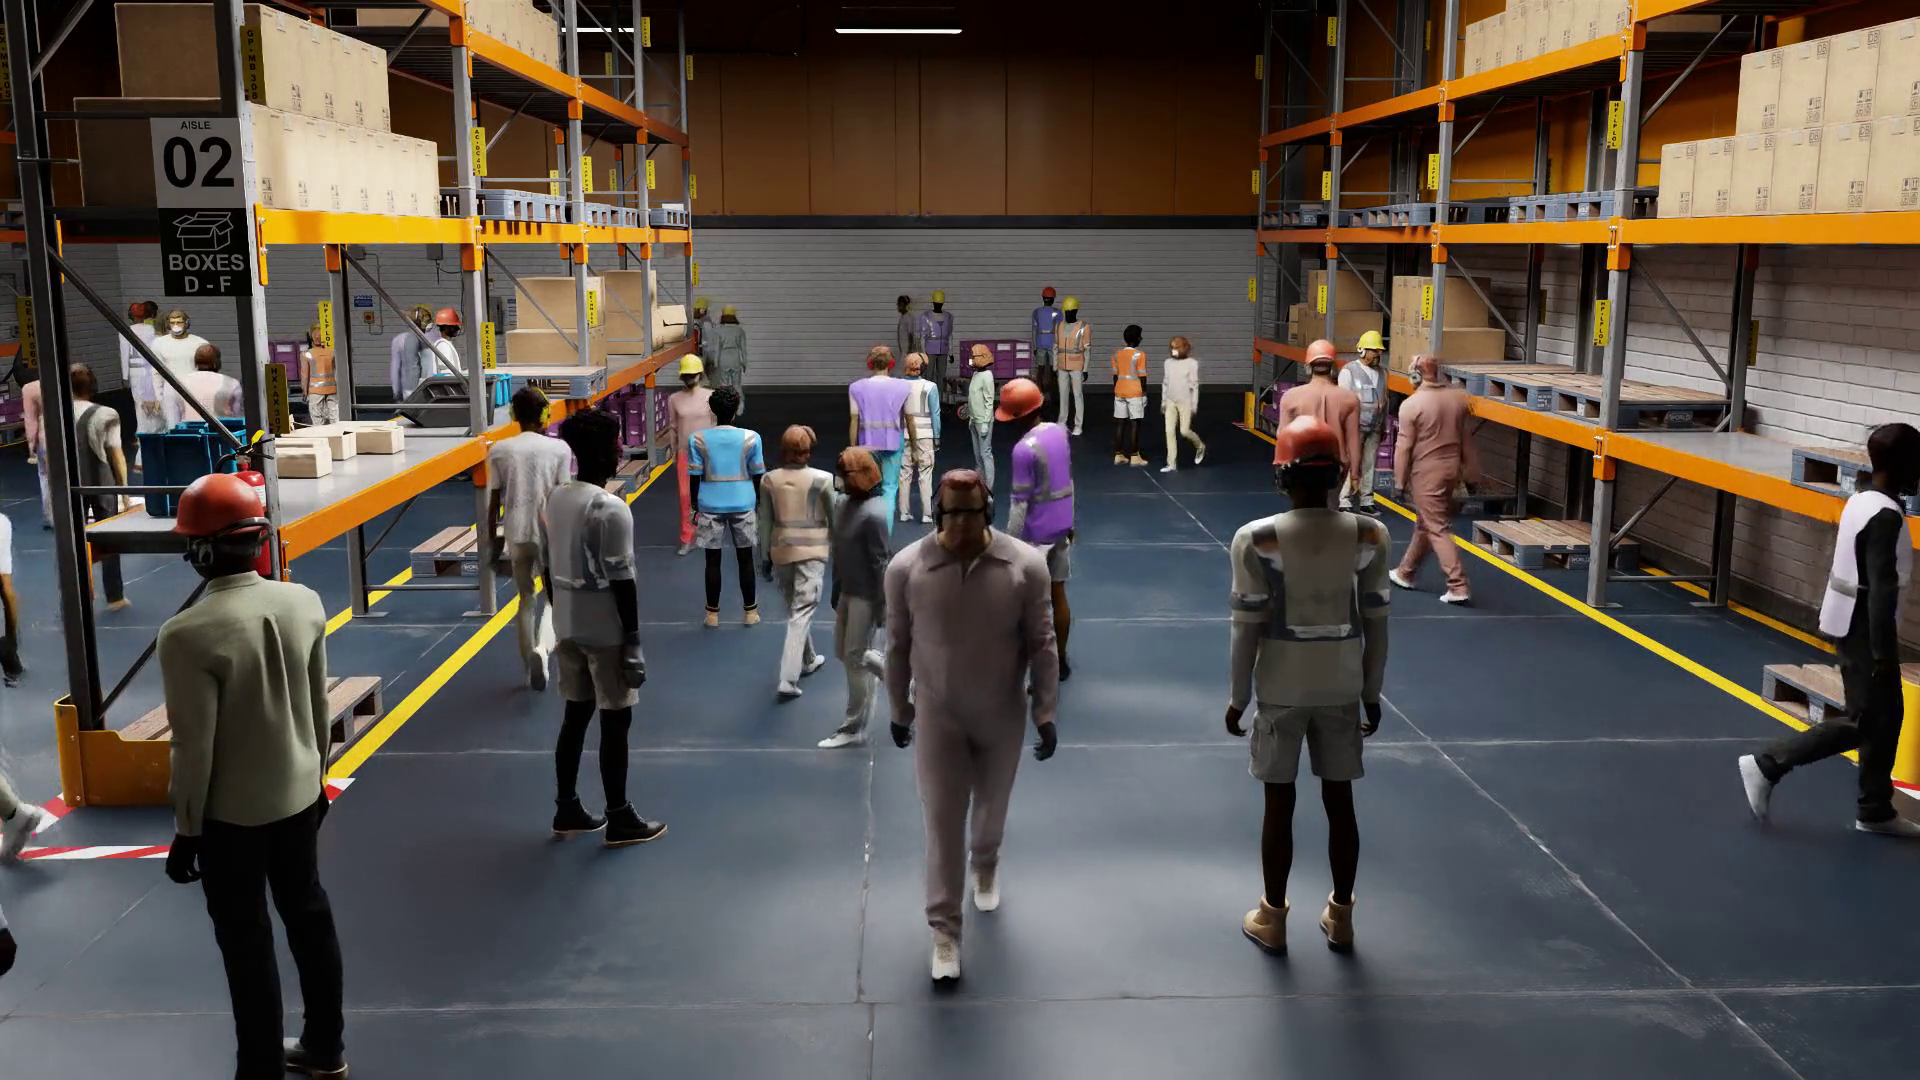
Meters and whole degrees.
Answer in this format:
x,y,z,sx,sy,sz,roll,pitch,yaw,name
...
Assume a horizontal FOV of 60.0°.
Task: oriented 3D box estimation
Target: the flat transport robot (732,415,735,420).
x,y,z,sx,sy,sz,roll,pitch,yaw,name
-4.141,-1.879,24.743,1.431,0.197,0.652,-5,11,-27,flat transport robot

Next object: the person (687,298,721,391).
x,y,z,sx,sy,sz,roll,pitch,yaw,name
-4.176,-2.992,26.747,0.942,1.784,0.595,-3,11,-15,person

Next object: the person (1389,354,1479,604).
x,y,z,sx,sy,sz,roll,pitch,yaw,name
3.541,-0.465,12.496,0.718,1.847,0.964,-7,12,-33,person

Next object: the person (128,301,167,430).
x,y,z,sx,sy,sz,roll,pitch,yaw,name
-11.509,-2.485,23.749,0.626,1.844,0.429,0,10,0,person

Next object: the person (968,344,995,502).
x,y,z,sx,sy,sz,roll,pitch,yaw,name
0.206,-1.202,17.176,0.282,1.633,0.500,-3,11,-19,person

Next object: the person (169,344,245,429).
x,y,z,sx,sy,sz,roll,pitch,yaw,name
-6.480,-0.811,14.543,0.650,1.791,0.970,1,10,4,person

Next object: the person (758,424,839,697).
x,y,z,sx,sy,sz,roll,pitch,yaw,name
-0.957,0.111,9.965,0.507,1.596,0.874,4,11,21,person

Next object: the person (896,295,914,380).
x,y,z,sx,sy,sz,roll,pitch,yaw,name
-0.836,-3.054,26.932,0.657,1.832,0.567,-2,10,-9,person

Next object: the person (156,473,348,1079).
x,y,z,sx,sy,sz,roll,pitch,yaw,name
-2.181,0.786,5.094,0.397,1.992,0.621,4,11,21,person

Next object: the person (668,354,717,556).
x,y,z,sx,sy,sz,roll,pitch,yaw,name
-2.279,-0.775,14.542,0.520,1.730,0.870,1,10,5,person

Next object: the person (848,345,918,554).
x,y,z,sx,sy,sz,roll,pitch,yaw,name
-0.676,-0.780,14.422,0.577,1.796,0.987,1,10,5,person

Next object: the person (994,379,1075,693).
x,y,z,sx,sy,sz,roll,pitch,yaw,name
0.498,-0.044,10.055,0.375,1.885,0.679,7,12,34,person

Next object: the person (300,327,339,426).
x,y,z,sx,sy,sz,roll,pitch,yaw,name
-7.837,-1.796,20.468,0.522,1.640,0.306,-9,13,-40,person

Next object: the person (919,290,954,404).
x,y,z,sx,sy,sz,roll,pitch,yaw,name
-0.354,-2.977,26.266,0.585,1.921,0.383,-5,12,-28,person

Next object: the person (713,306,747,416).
x,y,z,sx,sy,sz,roll,pitch,yaw,name
-3.480,-2.693,25.249,0.491,1.716,0.506,-3,11,-17,person

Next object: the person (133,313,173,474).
x,y,z,sx,sy,sz,roll,pitch,yaw,name
-9.054,-1.660,19.061,1.066,1.871,0.635,-1,10,-4,person

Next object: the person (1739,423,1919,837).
x,y,z,sx,sy,sz,roll,pitch,yaw,name
4.008,0.411,7.471,0.740,1.896,0.600,5,11,25,person

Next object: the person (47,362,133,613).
x,y,z,sx,sy,sz,roll,pitch,yaw,name
-6.216,-0.341,11.859,0.531,1.851,0.555,-2,10,-9,person

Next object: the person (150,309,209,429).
x,y,z,sx,sy,sz,roll,pitch,yaw,name
-8.602,-1.581,18.439,0.627,1.940,0.375,-3,11,-19,person

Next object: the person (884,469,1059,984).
x,y,z,sx,sy,sz,roll,pitch,yaw,name
0.040,0.638,6.343,0.645,1.851,1.031,-1,10,-4,person

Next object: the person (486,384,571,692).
x,y,z,sx,sy,sz,roll,pitch,yaw,name
-2.535,0.013,9.829,0.565,1.845,0.628,0,10,-1,person

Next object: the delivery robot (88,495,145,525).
x,y,z,sx,sy,sz,roll,pitch,yaw,name
-7.395,-0.224,14.472,0.477,0.478,0.707,1,10,3,delivery robot

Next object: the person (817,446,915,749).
x,y,z,sx,sy,sz,roll,pitch,yaw,name
-0.494,0.293,8.872,0.572,1.618,0.510,-5,11,-26,person

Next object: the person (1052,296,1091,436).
x,y,z,sx,sy,sz,roll,pitch,yaw,name
1.535,-2.410,23.084,0.586,1.929,0.370,7,12,33,person

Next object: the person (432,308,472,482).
x,y,z,sx,sy,sz,roll,pitch,yaw,name
-5.715,-1.622,18.669,0.361,1.938,0.546,-4,11,-21,person

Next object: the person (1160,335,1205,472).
x,y,z,sx,sy,sz,roll,pitch,yaw,name
2.621,-1.603,19.508,0.504,1.607,0.599,10,14,43,person

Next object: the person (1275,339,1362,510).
x,y,z,sx,sy,sz,roll,pitch,yaw,name
2.690,-0.505,12.403,0.635,1.962,0.826,0,10,-1,person

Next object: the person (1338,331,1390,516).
x,y,z,sx,sy,sz,roll,pitch,yaw,name
3.948,-1.123,16.221,0.595,1.827,0.403,-5,11,-27,person

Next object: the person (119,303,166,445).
x,y,z,sx,sy,sz,roll,pitch,yaw,name
-10.806,-2.193,22.008,0.356,1.883,0.572,8,13,38,person

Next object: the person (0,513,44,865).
x,y,z,sx,sy,sz,roll,pitch,yaw,name
-4.379,0.484,7.282,0.885,1.814,0.612,5,11,25,person

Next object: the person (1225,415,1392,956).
x,y,z,sx,sy,sz,roll,pitch,yaw,name
1.296,0.552,6.264,0.605,2.045,0.383,0,10,-3,person

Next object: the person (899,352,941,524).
x,y,z,sx,sy,sz,roll,pitch,yaw,name
-0.412,-0.968,15.857,0.510,1.640,0.308,5,11,27,person

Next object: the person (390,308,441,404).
x,y,z,sx,sy,sz,roll,pitch,yaw,name
-6.504,-1.835,19.981,0.664,1.889,0.426,-8,13,-36,person

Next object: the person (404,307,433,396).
x,y,z,sx,sy,sz,roll,pitch,yaw,name
-6.184,-1.699,19.096,0.354,1.937,0.635,-1,10,-8,person

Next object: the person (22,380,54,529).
x,y,z,sx,sy,sz,roll,pitch,yaw,name
-8.344,-0.930,15.367,0.537,1.736,0.785,-7,12,-33,person

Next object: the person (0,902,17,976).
x,y,z,sx,sy,sz,roll,pitch,yaw,name
-2.765,0.997,4.207,0.628,1.890,0.649,-1,10,-5,person

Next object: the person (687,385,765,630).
x,y,z,sx,sy,sz,roll,pitch,yaw,name
-1.617,-0.221,11.538,0.541,1.695,0.316,-2,10,-9,person

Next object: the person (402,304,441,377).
x,y,z,sx,sy,sz,roll,pitch,yaw,name
-7.616,-2.419,23.471,0.760,1.800,0.609,-9,13,-40,person

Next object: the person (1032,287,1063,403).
x,y,z,sx,sy,sz,roll,pitch,yaw,name
1.467,-3.238,27.670,0.545,1.938,0.362,4,11,20,person

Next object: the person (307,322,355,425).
x,y,z,sx,sy,sz,roll,pitch,yaw,name
-8.636,-2.320,22.870,0.642,1.826,0.522,0,10,0,person

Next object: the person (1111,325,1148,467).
x,y,z,sx,sy,sz,roll,pitch,yaw,name
2.046,-1.731,19.946,0.317,1.697,0.540,-8,13,-39,person

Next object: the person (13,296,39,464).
x,y,z,sx,sy,sz,roll,pitch,yaw,name
-11.047,-1.904,19.956,0.683,2.000,0.537,9,14,42,person

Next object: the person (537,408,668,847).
x,y,z,sx,sy,sz,roll,pitch,yaw,name
-1.631,0.399,7.388,0.650,1.967,0.489,9,14,41,person
